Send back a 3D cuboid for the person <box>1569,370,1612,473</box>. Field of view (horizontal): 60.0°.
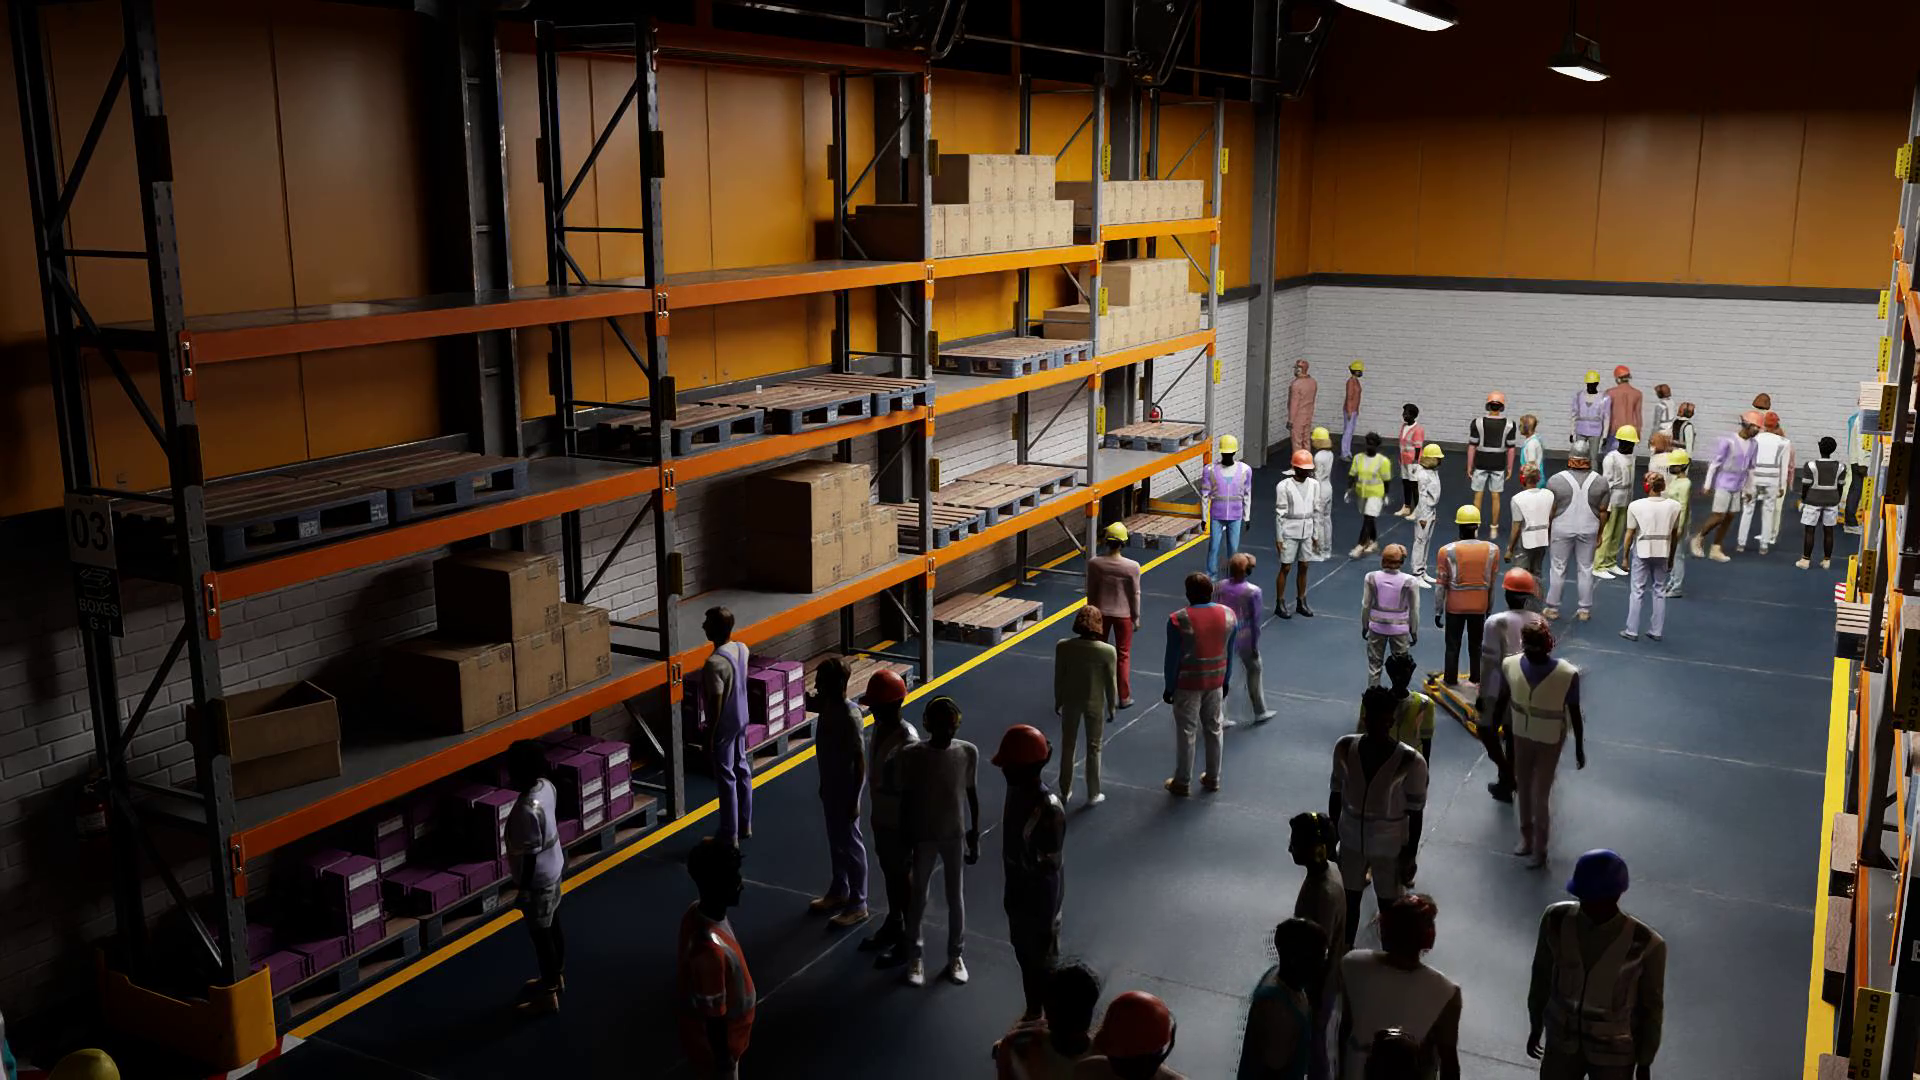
[{"bbox_3d":[9.786,-1.679,25.881,0.587,1.928,0.381,9,15,35],"label":"person"}]

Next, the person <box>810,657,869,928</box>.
[{"bbox_3d":[-0.801,1.666,11.090,0.332,1.844,0.508,-7,14,-27],"label":"person"}]

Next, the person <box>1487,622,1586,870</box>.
[{"bbox_3d":[4.153,1.474,12.017,0.643,1.813,0.672,11,17,41],"label":"person"}]

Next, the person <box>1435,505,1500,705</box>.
[{"bbox_3d":[4.737,0.619,15.626,0.582,1.919,0.395,0,13,0],"label":"person"}]

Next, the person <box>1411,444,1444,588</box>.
[{"bbox_3d":[5.669,-0.302,20.136,0.295,1.744,0.484,7,15,30],"label":"person"}]

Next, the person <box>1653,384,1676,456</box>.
[{"bbox_3d":[11.284,-1.681,26.558,0.614,1.628,0.439,-10,16,-39],"label":"person"}]

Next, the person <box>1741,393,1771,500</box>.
[{"bbox_3d":[12.195,-1.433,25.445,0.266,1.631,0.507,-7,15,-30],"label":"person"}]

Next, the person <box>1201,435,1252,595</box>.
[{"bbox_3d":[3.149,-0.293,19.682,0.594,1.923,0.372,0,13,1],"label":"person"}]

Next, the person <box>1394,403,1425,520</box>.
[{"bbox_3d":[6.495,-1.134,23.986,0.322,1.689,0.533,-3,13,-15],"label":"person"}]

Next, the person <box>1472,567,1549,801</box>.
[{"bbox_3d":[4.357,1.163,13.179,0.563,1.916,0.456,-3,13,-13],"label":"person"}]

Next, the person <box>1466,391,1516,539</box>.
[{"bbox_3d":[7.232,-1.017,22.694,0.611,2.032,0.411,3,13,12],"label":"person"}]

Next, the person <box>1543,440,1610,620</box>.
[{"bbox_3d":[6.867,-0.118,18.638,0.686,2.000,0.538,2,13,9],"label":"person"}]

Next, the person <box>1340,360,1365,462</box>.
[{"bbox_3d":[6.794,-2.227,28.721,0.341,1.759,0.528,6,14,26],"label":"person"}]

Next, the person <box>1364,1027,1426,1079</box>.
[{"bbox_3d":[1.630,2.731,6.346,0.504,1.839,0.340,0,13,0],"label":"person"}]

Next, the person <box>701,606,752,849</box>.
[{"bbox_3d":[-1.747,1.386,12.341,0.344,1.847,0.505,5,14,22],"label":"person"}]

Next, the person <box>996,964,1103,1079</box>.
[{"bbox_3d":[0.403,2.618,6.676,0.631,1.906,1.008,2,13,9],"label":"person"}]

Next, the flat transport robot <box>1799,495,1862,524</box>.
[{"bbox_3d":[12.851,-0.462,24.172,0.652,0.197,1.431,1,13,2],"label":"flat transport robot"}]

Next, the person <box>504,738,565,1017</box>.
[{"bbox_3d":[-2.538,1.999,9.933,0.320,1.698,0.531,0,13,-1],"label":"person"}]

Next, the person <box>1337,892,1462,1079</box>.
[{"bbox_3d":[1.949,2.481,7.494,0.612,1.825,0.443,10,16,37],"label":"person"}]

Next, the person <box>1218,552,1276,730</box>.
[{"bbox_3d":[2.586,0.898,15.040,0.755,1.605,0.542,-11,16,-40],"label":"person"}]

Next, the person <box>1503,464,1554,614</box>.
[{"bbox_3d":[6.221,0.084,18.191,0.563,1.837,0.388,-6,14,-26],"label":"person"}]

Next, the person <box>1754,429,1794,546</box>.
[{"bbox_3d":[10.923,-0.731,22.403,0.530,1.587,0.699,10,16,38],"label":"person"}]

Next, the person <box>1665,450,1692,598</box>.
[{"bbox_3d":[8.429,-0.191,19.610,0.339,1.761,0.524,3,13,11],"label":"person"}]

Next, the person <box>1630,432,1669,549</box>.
[{"bbox_3d":[9.288,-0.648,22.014,0.728,1.602,0.528,1,13,5],"label":"person"}]

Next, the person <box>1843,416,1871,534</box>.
[{"bbox_3d":[12.530,-1.082,23.076,0.388,1.987,0.608,7,14,28],"label":"person"}]

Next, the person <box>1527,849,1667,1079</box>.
[{"bbox_3d":[2.955,2.350,7.800,0.608,1.943,0.402,11,17,40],"label":"person"}]

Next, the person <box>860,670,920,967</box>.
[{"bbox_3d":[-0.443,1.748,10.550,0.382,1.930,0.548,-6,14,-24],"label":"person"}]

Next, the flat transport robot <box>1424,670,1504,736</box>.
[{"bbox_3d":[4.863,1.497,15.403,0.652,0.197,1.431,-1,13,-4],"label":"flat transport robot"}]

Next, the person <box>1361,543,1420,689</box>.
[{"bbox_3d":[3.938,0.842,15.253,0.521,1.636,0.311,6,14,24],"label":"person"}]

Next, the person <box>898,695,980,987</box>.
[{"bbox_3d":[-0.130,1.845,10.266,0.517,1.860,0.326,-2,13,-9],"label":"person"}]

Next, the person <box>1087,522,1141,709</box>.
[{"bbox_3d":[1.444,0.702,15.601,0.525,1.763,0.330,6,14,23],"label":"person"}]

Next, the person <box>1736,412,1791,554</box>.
[{"bbox_3d":[10.549,-0.745,21.870,0.582,1.868,0.391,6,14,25],"label":"person"}]

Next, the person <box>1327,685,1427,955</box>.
[{"bbox_3d":[2.500,1.826,10.100,0.610,1.966,0.363,9,15,34],"label":"person"}]

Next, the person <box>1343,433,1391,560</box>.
[{"bbox_3d":[5.290,-0.581,21.579,0.859,1.651,0.540,-11,17,-41],"label":"person"}]

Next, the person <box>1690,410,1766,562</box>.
[{"bbox_3d":[9.858,-0.684,21.287,0.664,1.991,0.680,-5,14,-22],"label":"person"}]

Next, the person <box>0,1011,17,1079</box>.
[{"bbox_3d":[-4.213,2.589,7.005,0.429,1.830,0.635,3,13,15],"label":"person"}]

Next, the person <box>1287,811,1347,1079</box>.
[{"bbox_3d":[1.782,2.255,8.427,0.328,1.862,0.509,2,13,8],"label":"person"}]

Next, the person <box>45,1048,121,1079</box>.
[{"bbox_3d":[-3.239,2.760,6.251,0.403,1.824,0.591,0,13,-1],"label":"person"}]

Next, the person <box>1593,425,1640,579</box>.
[{"bbox_3d":[8.129,-0.472,20.515,0.584,1.916,0.399,-10,16,-38],"label":"person"}]

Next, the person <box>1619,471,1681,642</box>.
[{"bbox_3d":[7.357,0.188,17.730,0.561,1.837,0.390,0,13,0],"label":"person"}]

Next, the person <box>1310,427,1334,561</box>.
[{"bbox_3d":[4.635,-0.598,21.467,0.315,1.743,0.493,8,15,32],"label":"person"}]

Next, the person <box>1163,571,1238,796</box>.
[{"bbox_3d":[1.907,1.151,13.406,0.627,1.844,0.429,-5,13,-21],"label":"person"}]

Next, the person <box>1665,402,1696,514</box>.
[{"bbox_3d":[10.588,-1.208,24.429,0.312,1.638,0.512,-1,13,-4],"label":"person"}]

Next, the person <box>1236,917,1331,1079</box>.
[{"bbox_3d":[1.368,2.508,7.393,0.482,1.818,0.518,4,13,17],"label":"person"}]

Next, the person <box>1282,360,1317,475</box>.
[{"bbox_3d":[5.592,-2.018,27.450,0.398,1.905,0.683,11,17,41],"label":"person"}]

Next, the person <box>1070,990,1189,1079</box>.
[{"bbox_3d":[0.670,2.641,6.396,0.613,1.991,0.392,7,14,27],"label":"person"}]

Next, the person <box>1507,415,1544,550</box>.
[{"bbox_3d":[7.546,-0.743,21.978,0.443,1.825,0.553,4,13,18],"label":"person"}]

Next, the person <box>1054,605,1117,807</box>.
[{"bbox_3d":[0.989,1.313,13.177,0.505,1.623,0.286,3,13,14],"label":"person"}]

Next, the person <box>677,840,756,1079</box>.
[{"bbox_3d":[-1.132,2.340,7.801,0.367,1.966,0.606,-3,13,-14],"label":"person"}]

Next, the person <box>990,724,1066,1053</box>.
[{"bbox_3d":[0.368,1.993,9.221,0.417,2.034,0.603,-5,13,-20],"label":"person"}]

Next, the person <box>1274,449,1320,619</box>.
[{"bbox_3d":[3.798,-0.068,18.673,0.546,1.928,0.387,-4,13,-19],"label":"person"}]

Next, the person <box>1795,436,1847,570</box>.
[{"bbox_3d":[10.844,-0.461,20.953,0.537,1.696,0.317,1,13,4],"label":"person"}]

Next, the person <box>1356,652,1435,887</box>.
[{"bbox_3d":[3.051,1.604,11.699,0.536,1.700,0.318,2,13,8],"label":"person"}]

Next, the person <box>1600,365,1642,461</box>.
[{"bbox_3d":[10.388,-1.762,26.168,0.650,1.962,0.598,0,13,1],"label":"person"}]
